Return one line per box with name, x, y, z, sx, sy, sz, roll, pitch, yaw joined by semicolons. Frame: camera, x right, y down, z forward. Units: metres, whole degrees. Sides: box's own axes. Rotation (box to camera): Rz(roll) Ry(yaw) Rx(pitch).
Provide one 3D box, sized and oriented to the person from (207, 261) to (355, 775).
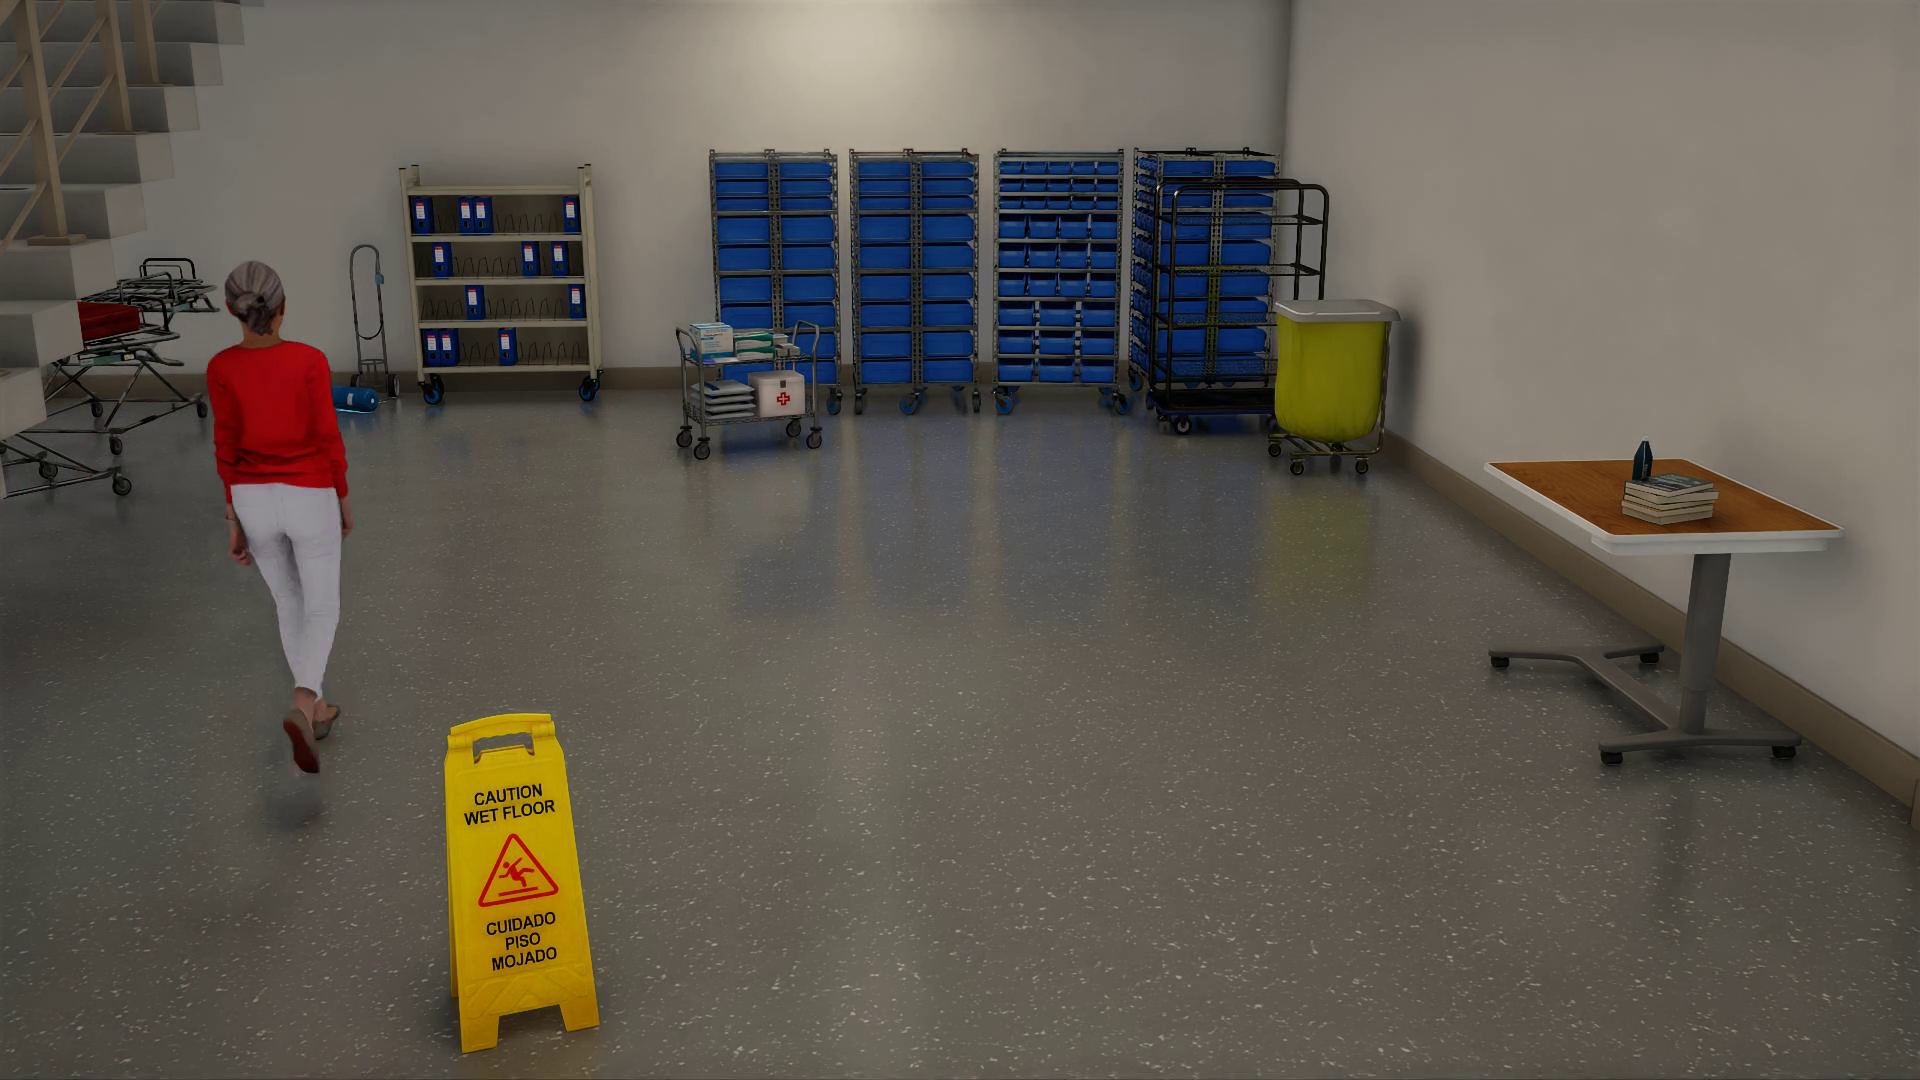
person;-2.195;-0.041;5.422;0.598;1.668;1.015;-3;16;-10
